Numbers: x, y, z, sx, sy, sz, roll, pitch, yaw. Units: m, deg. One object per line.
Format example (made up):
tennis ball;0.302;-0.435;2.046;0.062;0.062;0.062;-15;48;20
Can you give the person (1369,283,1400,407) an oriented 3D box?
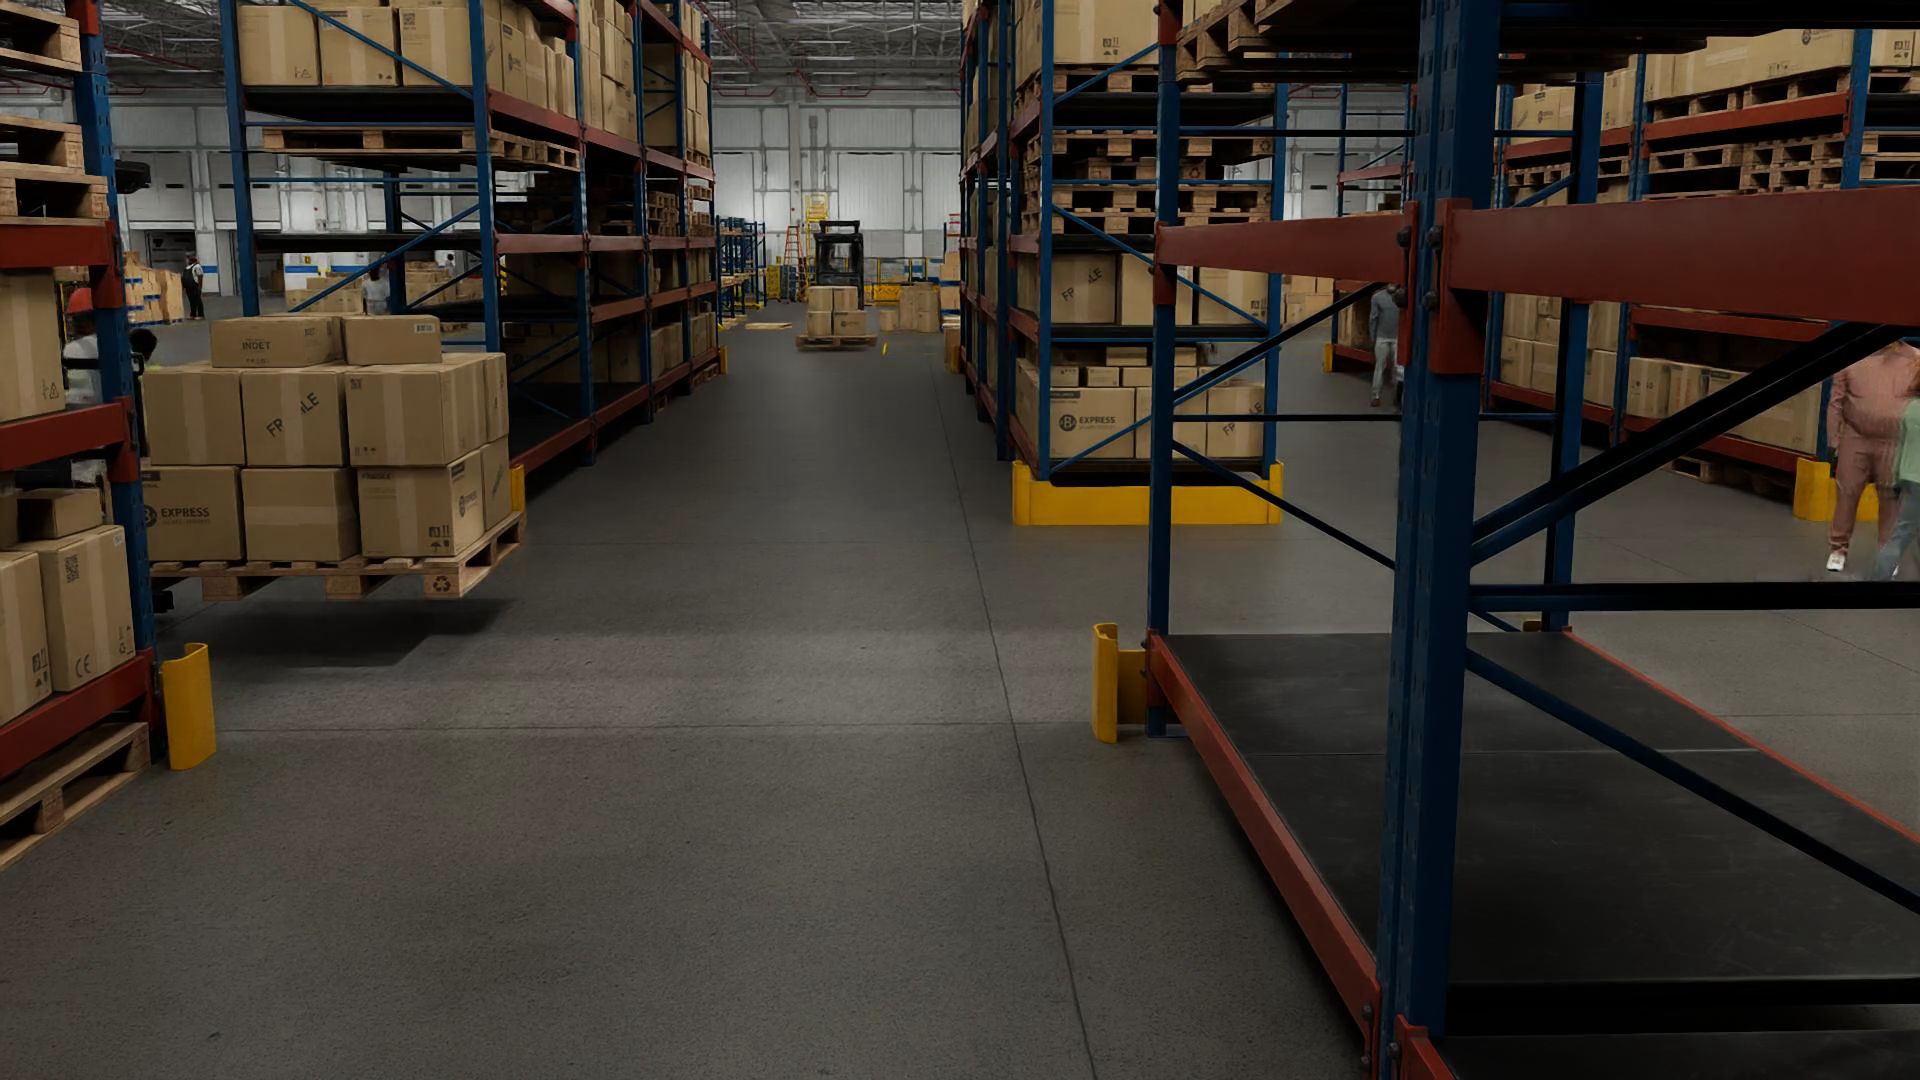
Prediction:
person;6.131;-2.855;23.669;0.627;1.934;0.371;2;10;12

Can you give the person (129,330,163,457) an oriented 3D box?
person;-6.481;-0.825;13.127;0.634;1.634;0.875;-5;11;-25

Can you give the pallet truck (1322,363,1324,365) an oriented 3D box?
pallet truck;7.712;-4.157;30.737;1.885;1.965;0.823;3;11;16

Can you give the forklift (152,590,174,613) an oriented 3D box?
forklift;-5.858;-0.811;9.639;1.873;2.768;1.129;-1;10;-3

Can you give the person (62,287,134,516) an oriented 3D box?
person;-6.058;-0.776;11.824;0.572;2.026;0.629;2;10;10

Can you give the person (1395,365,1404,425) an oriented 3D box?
person;4.306;-1.223;15.347;0.545;1.655;0.868;5;11;26

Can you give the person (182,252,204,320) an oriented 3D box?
person;-23.005;-7.602;49.808;0.688;2.000;0.536;7;12;33

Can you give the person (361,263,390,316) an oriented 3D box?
person;-11.837;-4.649;33.730;0.611;1.912;1.020;-1;10;-5

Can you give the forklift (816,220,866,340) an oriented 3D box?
forklift;-2.759;-5.980;38.432;1.129;2.768;1.873;0;10;-2

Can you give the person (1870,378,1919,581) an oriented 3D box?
person;6.246;-0.343;10.598;0.840;1.588;0.517;1;10;5

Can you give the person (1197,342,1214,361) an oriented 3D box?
person;3.432;-2.918;24.044;0.552;1.922;0.474;0;10;-3

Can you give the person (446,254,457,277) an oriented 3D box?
person;-21.280;-11.045;69.581;0.455;1.826;0.687;-2;10;-13

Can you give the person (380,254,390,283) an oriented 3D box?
person;-21.514;-9.787;62.342;0.408;1.918;0.584;1;10;3

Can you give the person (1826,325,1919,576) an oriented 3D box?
person;6.476;-0.698;11.749;0.649;1.898;0.395;6;12;29

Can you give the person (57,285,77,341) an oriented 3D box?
person;-15.420;-3.626;28.936;0.865;1.585;0.517;6;12;30

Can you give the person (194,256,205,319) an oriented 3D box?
person;-23.056;-7.619;50.200;0.375;1.934;0.547;-3;11;-15

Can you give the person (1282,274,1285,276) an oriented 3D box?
person;11.435;-8.934;57.516;0.630;1.940;0.373;-4;11;-21
